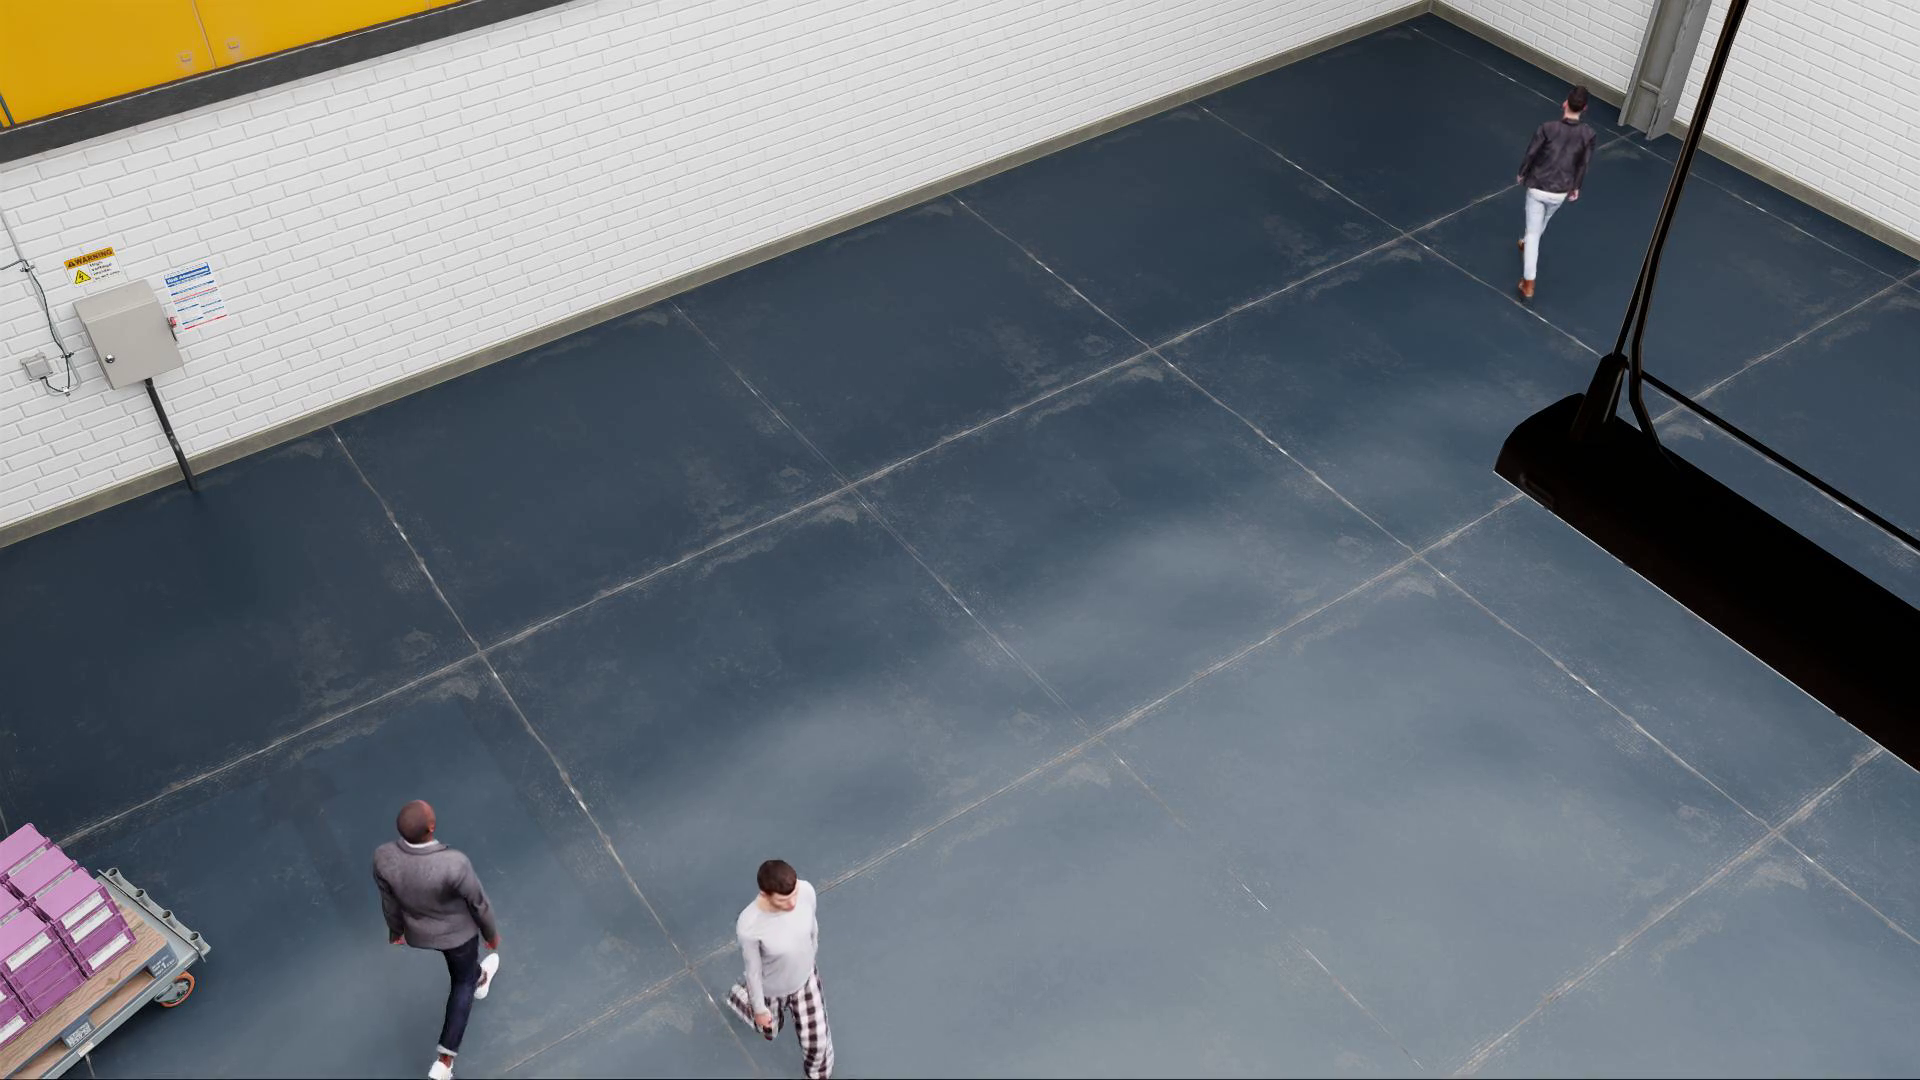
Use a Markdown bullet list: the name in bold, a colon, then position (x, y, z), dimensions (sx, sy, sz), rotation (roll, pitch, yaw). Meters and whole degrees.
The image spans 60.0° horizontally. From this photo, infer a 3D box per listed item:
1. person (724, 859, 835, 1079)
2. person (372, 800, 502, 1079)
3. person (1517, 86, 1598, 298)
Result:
- **person**: position (-0.973, 2.193, 8.558), dimensions (0.637, 1.818, 1.056), rotation (-28, 50, -26)
- **person**: position (-2.745, 2.098, 8.682), dimensions (1.196, 1.783, 1.229), rotation (9, 44, 9)
- **person**: position (4.918, -2.879, 13.891), dimensions (1.089, 1.805, 1.217), rotation (3, 44, 3)
